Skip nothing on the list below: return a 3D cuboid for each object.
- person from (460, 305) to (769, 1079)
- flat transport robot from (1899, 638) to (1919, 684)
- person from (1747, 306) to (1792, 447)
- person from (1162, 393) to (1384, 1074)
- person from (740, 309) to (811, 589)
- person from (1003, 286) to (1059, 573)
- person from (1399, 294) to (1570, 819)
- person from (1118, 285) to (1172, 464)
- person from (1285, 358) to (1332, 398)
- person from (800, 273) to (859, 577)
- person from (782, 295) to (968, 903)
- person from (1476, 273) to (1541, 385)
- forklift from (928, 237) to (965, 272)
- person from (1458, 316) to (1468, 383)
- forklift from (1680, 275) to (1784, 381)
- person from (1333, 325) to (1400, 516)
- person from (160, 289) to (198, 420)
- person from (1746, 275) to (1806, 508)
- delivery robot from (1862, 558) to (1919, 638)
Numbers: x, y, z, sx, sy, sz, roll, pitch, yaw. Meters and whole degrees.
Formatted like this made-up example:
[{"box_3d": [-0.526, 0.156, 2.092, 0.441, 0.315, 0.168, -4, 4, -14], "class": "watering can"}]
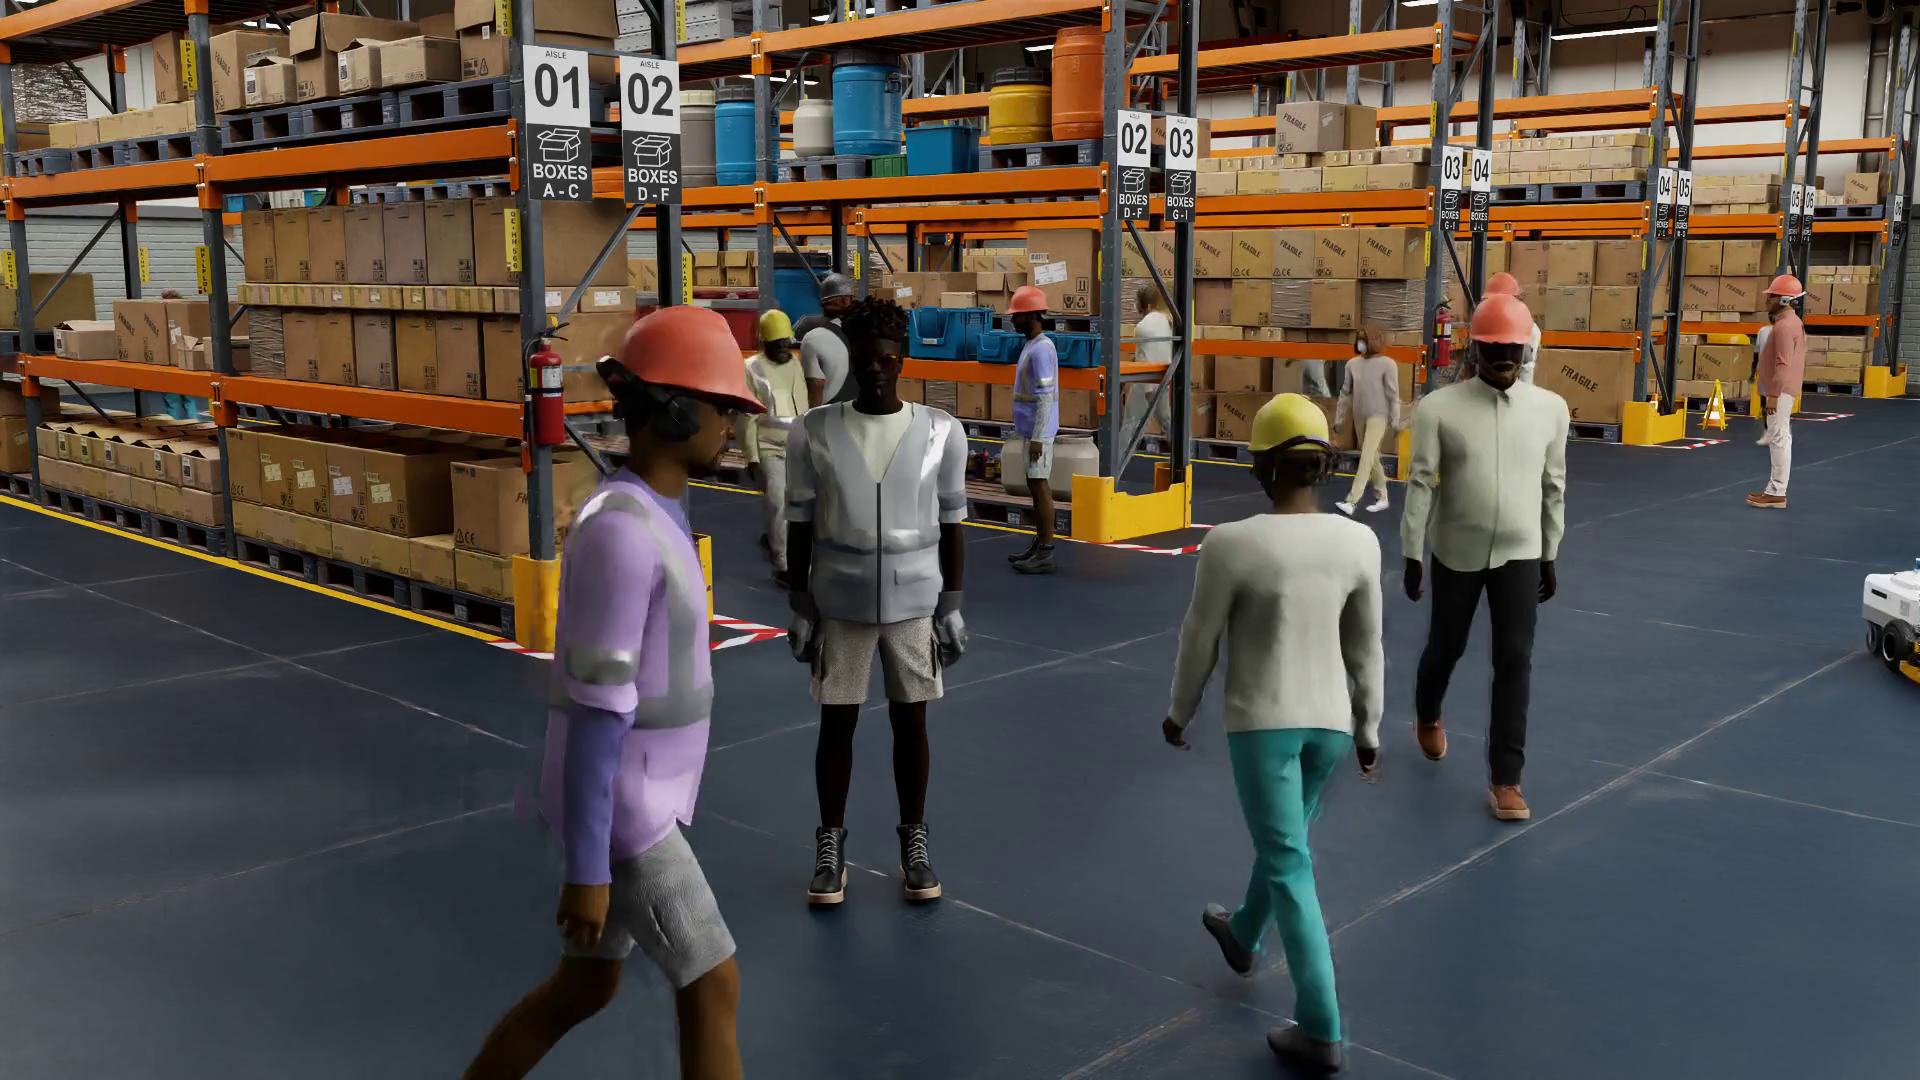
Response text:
[{"box_3d": [-0.744, 0.523, 3.383, 0.988, 1.991, 0.614, -2, 9, -9], "class": "person"}, {"box_3d": [5.003, 0.694, 7.669, 0.652, 0.197, 1.431, 1, 9, 5], "class": "flat transport robot"}, {"box_3d": [9.397, -1.921, 19.253, 0.362, 1.684, 0.538, -3, 10, -20], "class": "person"}, {"box_3d": [0.826, 0.472, 4.476, 0.528, 1.720, 0.882, -4, 10, -23], "class": "person"}, {"box_3d": [-1.192, -0.597, 10.799, 0.600, 1.802, 0.517, -8, 12, -41], "class": "person"}, {"box_3d": [0.480, -0.751, 11.312, 0.378, 1.932, 0.551, 0, 9, -2], "class": "person"}, {"box_3d": [2.030, 0.020, 6.521, 0.632, 1.966, 0.929, 0, 9, 2], "class": "person"}, {"box_3d": [1.786, -1.536, 16.266, 1.028, 1.879, 0.631, 6, 11, 33], "class": "person"}, {"box_3d": [4.506, -2.374, 21.436, 0.785, 1.919, 0.638, 7, 12, 38], "class": "person"}, {"box_3d": [-0.805, -0.739, 11.045, 0.684, 2.000, 0.536, -7, 12, -37], "class": "person"}, {"box_3d": [-0.270, 0.199, 5.389, 0.602, 1.966, 0.368, -1, 9, -7], "class": "person"}, {"box_3d": [4.185, -1.066, 13.015, 0.776, 2.014, 0.614, -7, 12, -37], "class": "person"}, {"box_3d": [-0.326, -5.817, 39.609, 1.129, 2.768, 1.873, 9, 13, 43], "class": "forklift"}, {"box_3d": [5.502, -1.602, 17.594, 0.535, 1.590, 0.901, -7, 12, -39], "class": "person"}, {"box_3d": [12.480, -3.427, 27.053, 1.214, 2.155, 2.313, 9, 13, 43], "class": "forklift"}, {"box_3d": [3.369, -0.996, 13.873, 0.877, 1.583, 0.532, -7, 12, -38], "class": "person"}, {"box_3d": [-8.659, -1.847, 18.363, 0.580, 1.829, 0.450, -7, 12, -37], "class": "person"}, {"box_3d": [7.093, -1.288, 14.413, 0.374, 1.997, 0.613, 5, 11, 30], "class": "person"}, {"box_3d": [5.038, 0.336, 8.708, 0.477, 0.478, 0.707, 1, 9, 5], "class": "delivery robot"}]
